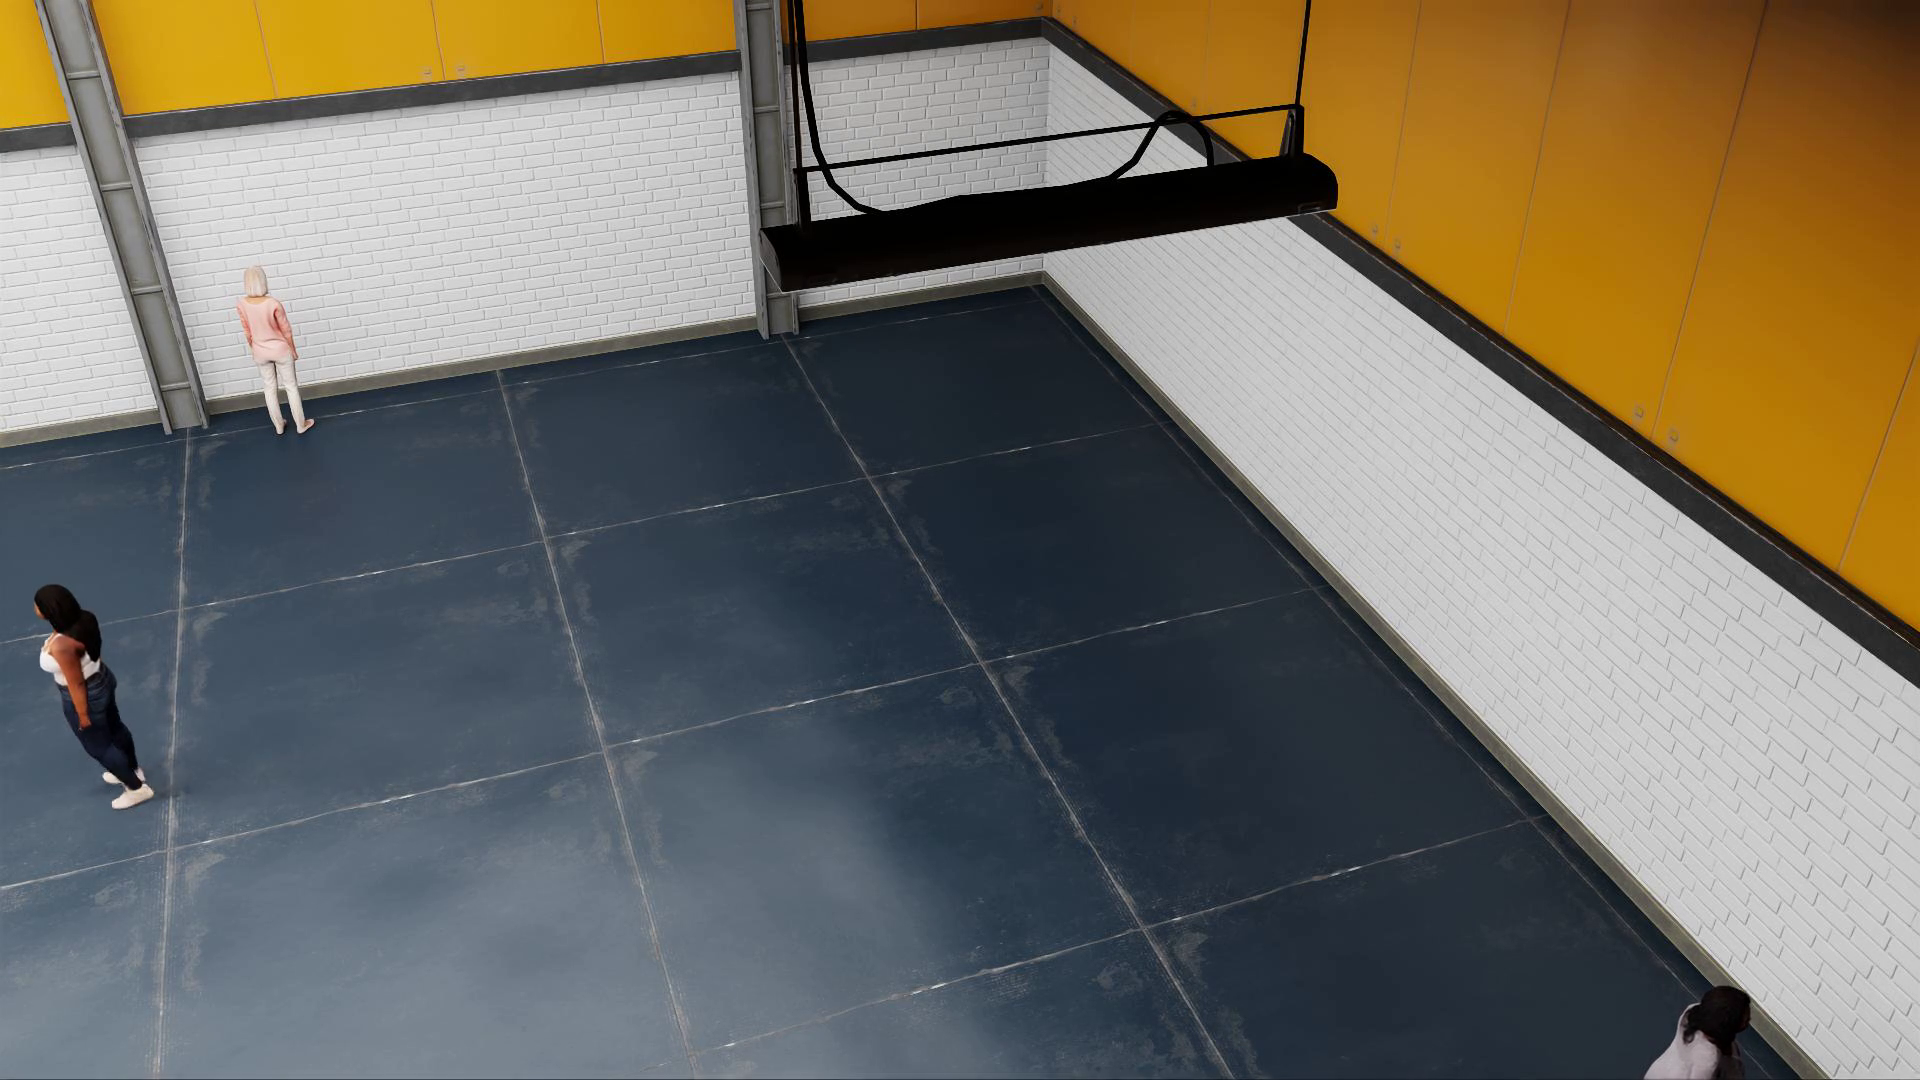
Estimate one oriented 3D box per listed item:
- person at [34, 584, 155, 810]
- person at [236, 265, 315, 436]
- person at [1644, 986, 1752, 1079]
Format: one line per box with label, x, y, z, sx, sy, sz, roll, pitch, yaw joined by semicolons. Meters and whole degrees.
person;-5.953;1.057;11.448;0.741;1.810;0.717;-3;34;-5
person;-6.552;-1.807;15.834;0.568;1.725;0.724;-1;34;-2
person;3.824;2.925;8.823;0.812;1.605;0.763;6;34;8
